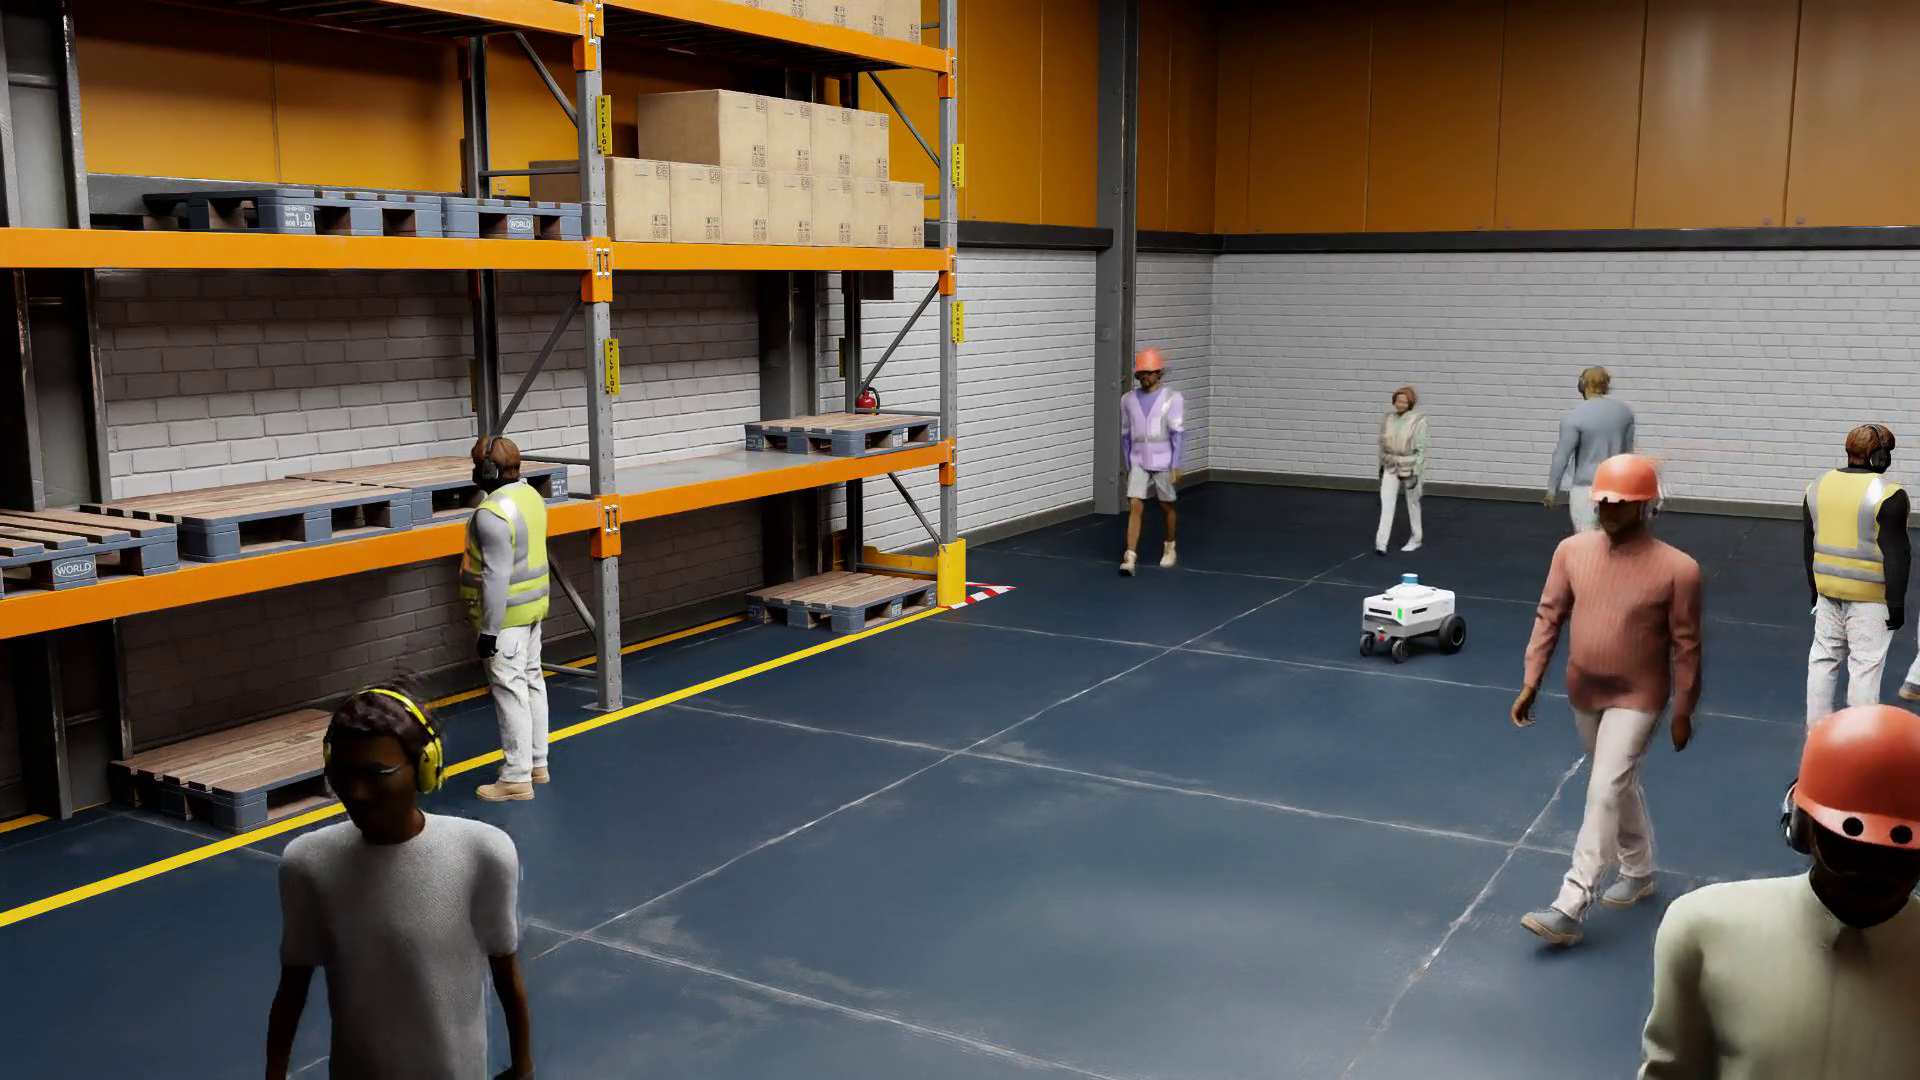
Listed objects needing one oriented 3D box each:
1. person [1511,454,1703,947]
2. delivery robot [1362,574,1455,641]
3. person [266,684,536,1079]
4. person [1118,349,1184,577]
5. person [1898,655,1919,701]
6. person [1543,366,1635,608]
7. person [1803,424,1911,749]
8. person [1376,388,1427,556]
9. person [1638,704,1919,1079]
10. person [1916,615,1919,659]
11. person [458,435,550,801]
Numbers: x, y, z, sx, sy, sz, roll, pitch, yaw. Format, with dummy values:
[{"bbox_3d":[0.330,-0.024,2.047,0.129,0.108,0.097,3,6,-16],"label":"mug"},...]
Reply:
[{"bbox_3d":[2.599,0.620,6.682,1.044,1.936,0.605,-7,11,-36],"label":"person"},{"bbox_3d":[3.120,0.479,11.560,0.707,0.478,0.477,-8,12,-41],"label":"delivery robot"},{"bbox_3d":[-1.191,1.189,3.516,0.547,1.817,1.001,1,9,3],"label":"person"},{"bbox_3d":[1.690,-0.685,14.695,0.628,1.992,1.077,4,10,25],"label":"person"},{"bbox_3d":[6.302,0.136,10.088,1.076,1.824,0.556,2,9,13],"label":"person"},{"bbox_3d":[4.980,-0.417,13.225,0.706,1.914,0.569,-4,10,-21],"label":"person"},{"bbox_3d":[4.875,0.291,9.028,0.429,1.844,0.623,-3,10,-20],"label":"person"},{"bbox_3d":[4.142,-0.641,15.607,0.522,1.587,0.815,8,12,41],"label":"person"},{"bbox_3d":[1.480,1.212,2.873,0.623,1.969,0.897,5,11,31],"label":"person"},{"bbox_3d":[6.816,0.063,11.204,0.811,1.595,0.511,-3,10,-20],"label":"person"},{"bbox_3d":[-2.299,0.391,8.404,0.428,1.842,0.631,1,9,6],"label":"person"}]
